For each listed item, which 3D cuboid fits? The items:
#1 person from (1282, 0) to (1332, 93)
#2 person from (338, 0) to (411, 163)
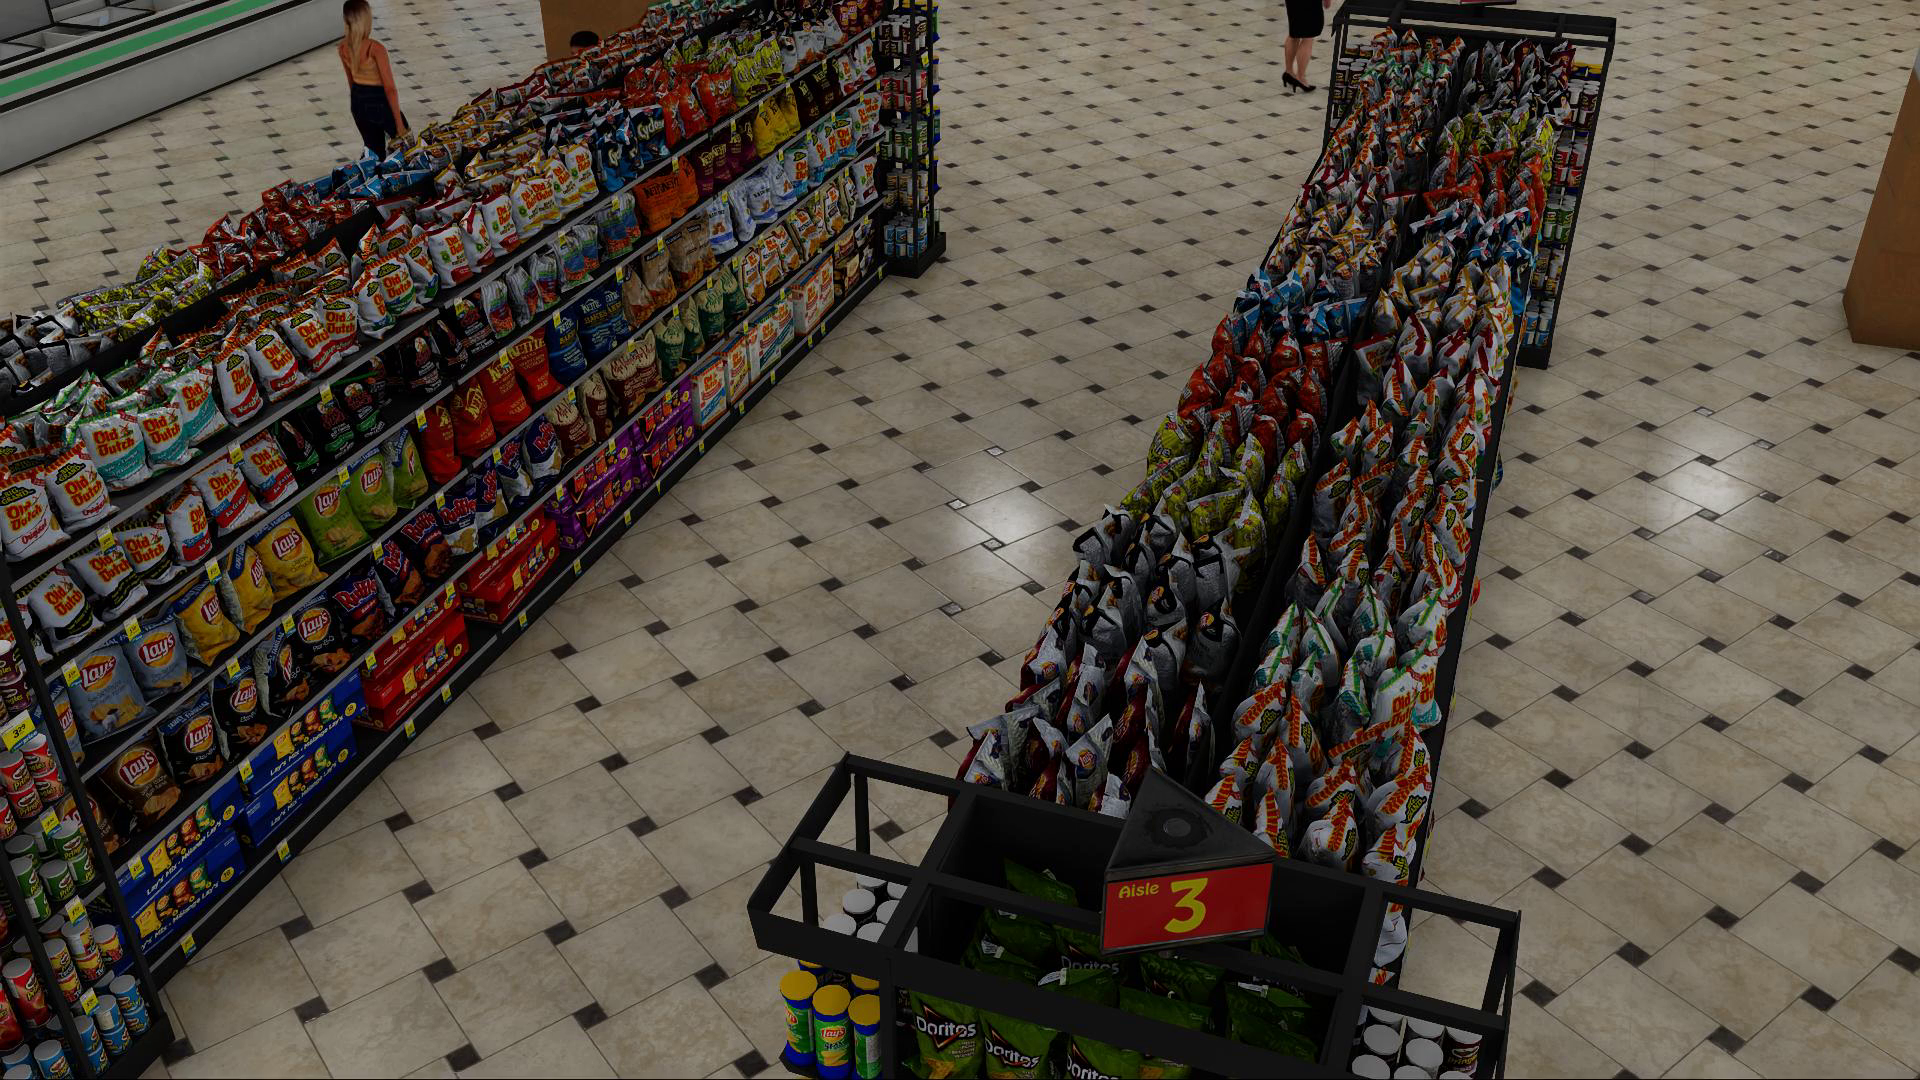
[{"bbox_3d":[3.060,-4.815,14.686,0.853,1.671,0.798,-15,35,-23],"label":"person"},{"bbox_3d":[-4.184,-2.987,11.795,0.577,1.623,0.549,11,34,17],"label":"person"}]
